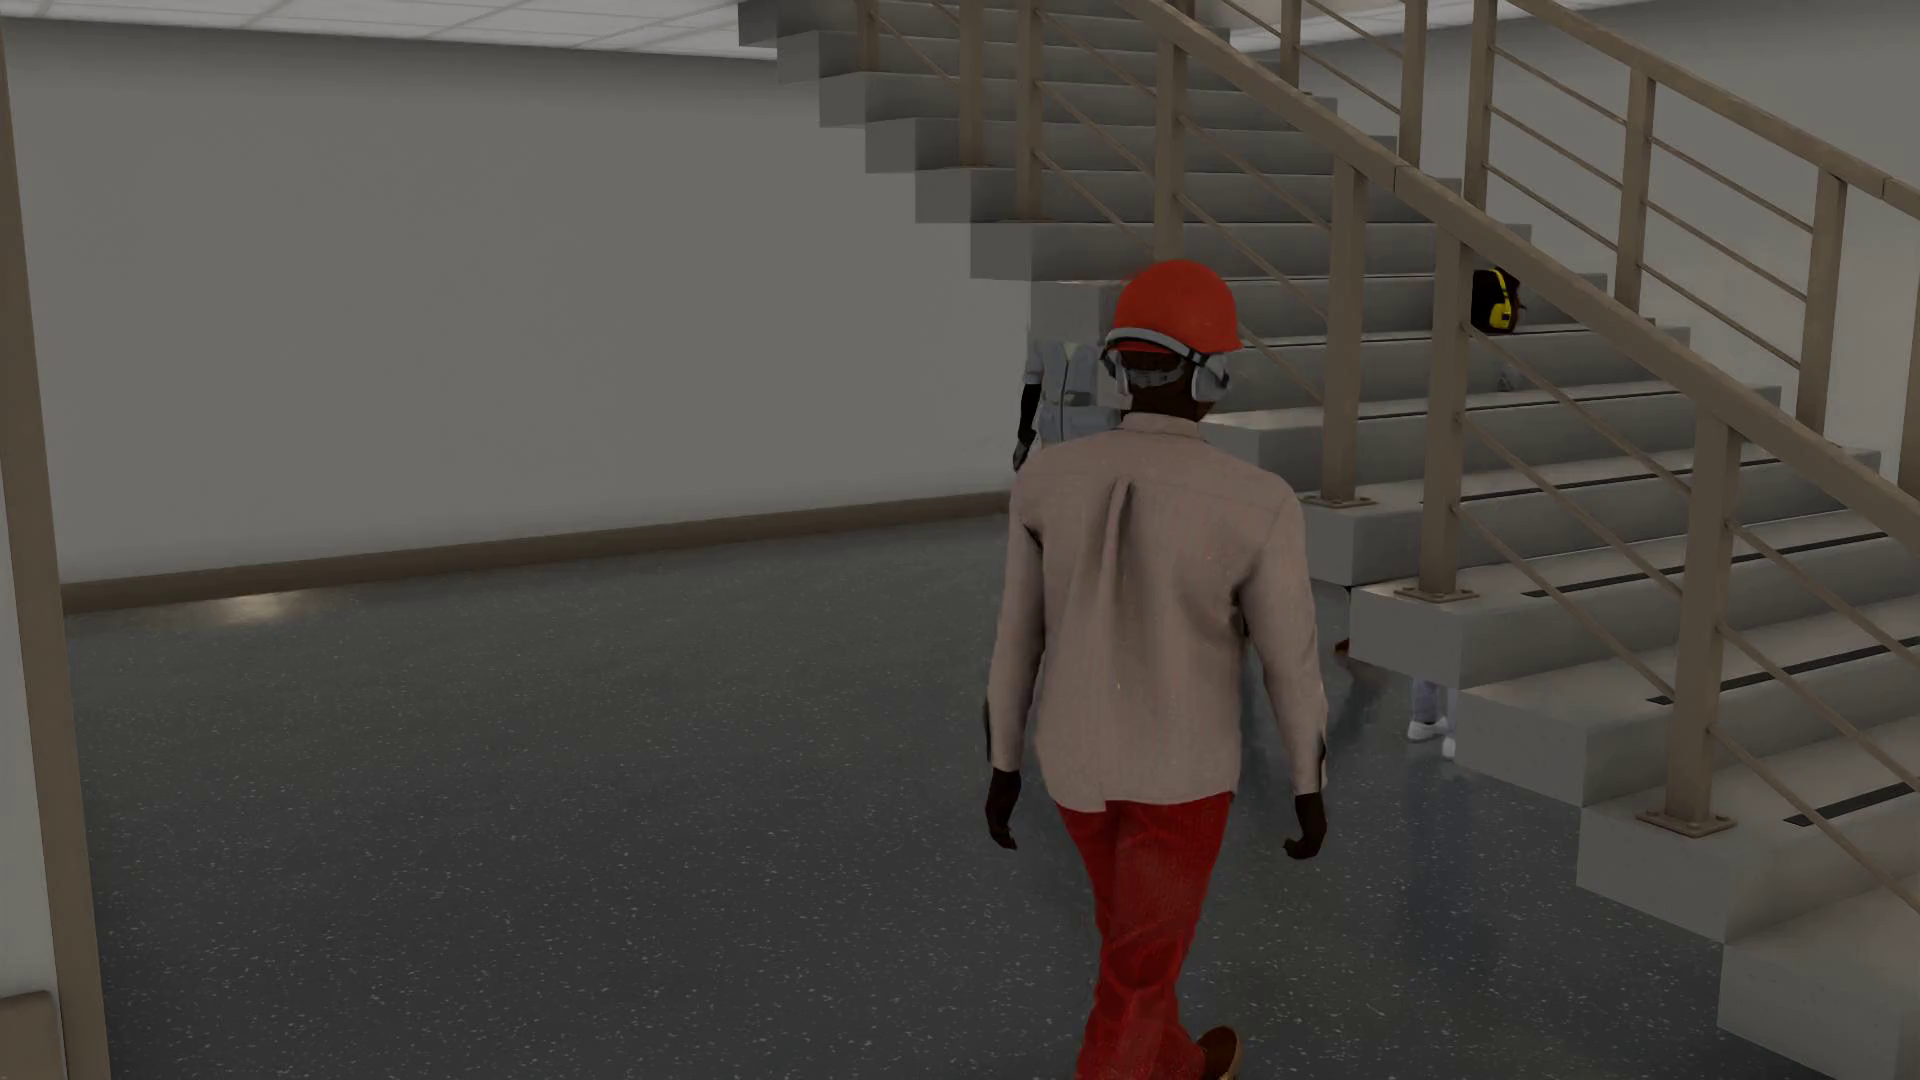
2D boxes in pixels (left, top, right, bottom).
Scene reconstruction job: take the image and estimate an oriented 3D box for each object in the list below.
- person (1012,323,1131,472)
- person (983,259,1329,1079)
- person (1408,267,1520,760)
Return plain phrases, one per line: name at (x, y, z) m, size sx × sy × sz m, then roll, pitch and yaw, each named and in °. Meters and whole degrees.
person at (0.603, -0.527, 8.377) m, size 0.654 × 1.946 × 0.529 m, roll 7°, pitch 13°, yaw 32°
person at (0.389, 0.435, 3.295) m, size 0.648 × 1.944 × 1.010 m, roll 7°, pitch 13°, yaw 34°
person at (1.939, -0.101, 6.346) m, size 0.313 × 1.868 × 0.550 m, roll -3°, pitch 11°, yaw -18°
